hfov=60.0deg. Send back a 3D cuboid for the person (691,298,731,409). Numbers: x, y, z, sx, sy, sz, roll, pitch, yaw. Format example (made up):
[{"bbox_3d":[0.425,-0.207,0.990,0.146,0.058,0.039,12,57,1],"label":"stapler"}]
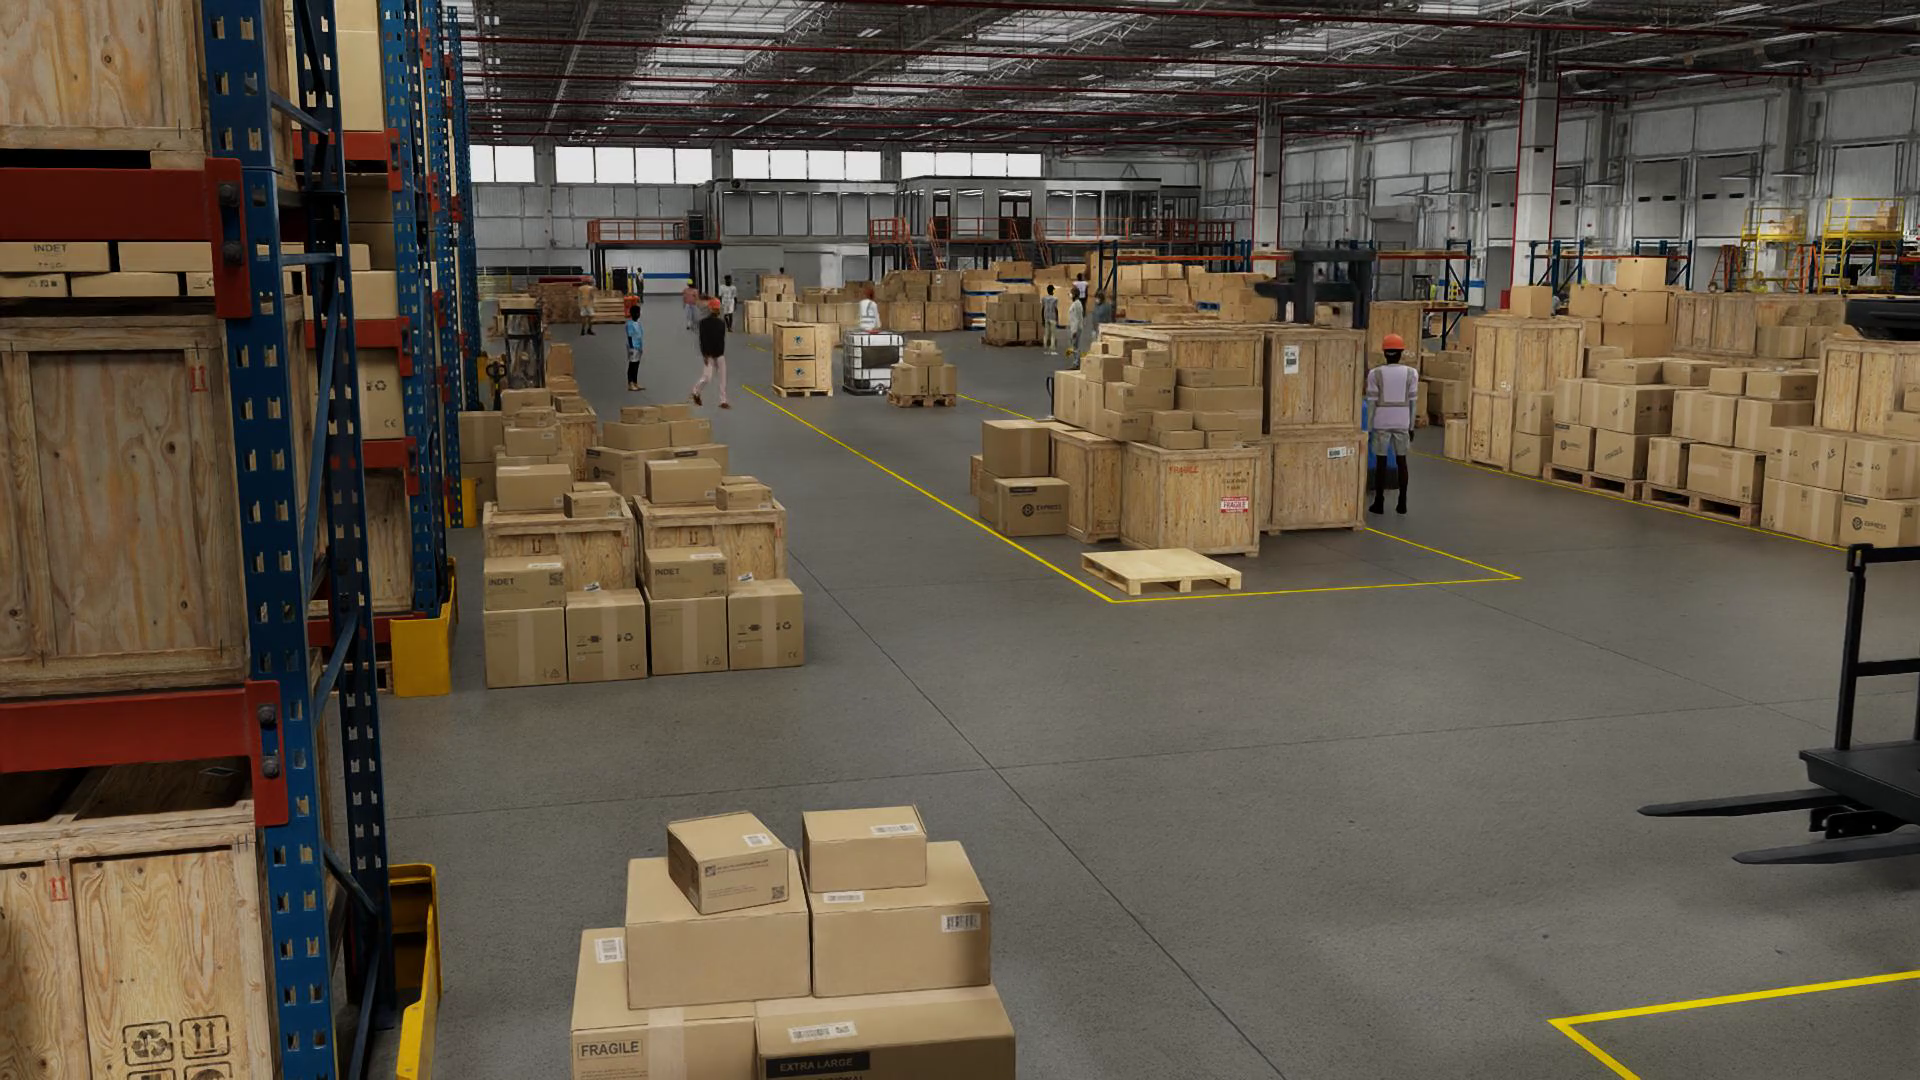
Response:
[{"bbox_3d":[-4.428,-3.306,29.494,0.798,1.969,0.615,10,14,43],"label":"person"}]

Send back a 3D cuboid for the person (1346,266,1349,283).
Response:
[{"bbox_3d":[17.933,-11.674,76.920,1.018,1.938,0.629,-1,10,-7],"label":"person"}]

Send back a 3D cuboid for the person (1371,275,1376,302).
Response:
[{"bbox_3d":[18.277,-11.189,74.315,0.906,1.905,0.623,-6,12,-32],"label":"person"}]

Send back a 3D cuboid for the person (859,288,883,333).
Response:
[{"bbox_3d":[-2.129,-5.161,40.269,0.650,1.860,0.580,-7,12,-35],"label":"person"}]

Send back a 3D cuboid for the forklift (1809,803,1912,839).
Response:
[{"bbox_3d":[5.171,0.110,7.552,1.873,2.768,1.129,-3,10,-15],"label":"forklift"}]

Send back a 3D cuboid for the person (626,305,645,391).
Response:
[{"bbox_3d":[-6.481,-3.827,33.185,0.320,1.698,0.537,2,10,13],"label":"person"}]

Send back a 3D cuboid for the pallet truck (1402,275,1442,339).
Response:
[{"bbox_3d":[14.620,-7.324,52.145,0.823,1.965,1.885,8,13,40],"label":"pallet truck"}]

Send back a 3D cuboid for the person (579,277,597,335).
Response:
[{"bbox_3d":[-12.072,-7.572,53.878,0.620,1.891,0.470,4,11,23],"label":"person"}]

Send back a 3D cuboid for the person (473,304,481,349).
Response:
[{"bbox_3d":[-13.515,-6.027,45.919,0.525,1.586,0.829,4,11,20],"label":"person"}]

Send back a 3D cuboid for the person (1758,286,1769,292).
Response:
[{"bbox_3d":[20.956,-5.820,44.079,0.615,1.855,1.058,-8,13,-38],"label":"person"}]

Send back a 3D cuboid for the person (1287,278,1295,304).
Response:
[{"bbox_3d":[10.905,-7.750,55.063,0.498,1.825,0.860,5,11,26],"label":"person"}]

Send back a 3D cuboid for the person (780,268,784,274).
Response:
[{"bbox_3d":[-8.225,-11.659,76.971,0.585,1.888,0.659,0,10,-2],"label":"person"}]

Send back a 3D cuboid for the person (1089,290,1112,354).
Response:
[{"bbox_3d":[3.203,-4.627,37.179,0.888,1.904,0.619,-8,13,-37],"label":"person"}]

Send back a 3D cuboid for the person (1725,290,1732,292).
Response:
[{"bbox_3d":[20.891,-5.972,45.350,0.532,1.693,0.319,4,11,20],"label":"person"}]

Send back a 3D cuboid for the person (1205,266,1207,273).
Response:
[{"bbox_3d":[11.829,-12.290,80.465,0.374,1.928,0.542,-1,10,-3],"label":"person"}]

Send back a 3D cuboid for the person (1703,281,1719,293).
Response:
[{"bbox_3d":[20.473,-6.098,45.371,0.635,1.936,0.355,6,12,30],"label":"person"}]

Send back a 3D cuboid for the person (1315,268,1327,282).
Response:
[{"bbox_3d":[17.204,-12.062,79.458,0.624,1.835,0.431,10,14,44],"label":"person"}]

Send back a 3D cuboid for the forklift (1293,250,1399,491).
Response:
[{"bbox_3d":[4.405,-2.044,19.746,1.129,2.768,1.873,-3,10,-16],"label":"forklift"}]

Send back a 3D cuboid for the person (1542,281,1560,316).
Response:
[{"bbox_3d":[14.207,-5.276,40.424,0.673,2.000,0.535,3,10,17],"label":"person"}]

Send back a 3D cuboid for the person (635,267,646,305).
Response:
[{"bbox_3d":[-15.737,-12.496,81.861,0.514,1.846,0.338,7,12,35],"label":"person"}]

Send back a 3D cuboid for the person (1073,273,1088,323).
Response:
[{"bbox_3d":[4.510,-9.042,62.189,0.594,1.891,0.843,-1,10,-6],"label":"person"}]

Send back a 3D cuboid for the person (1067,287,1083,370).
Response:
[{"bbox_3d":[2.603,-4.749,37.783,0.411,1.942,0.643,0,10,1],"label":"person"}]

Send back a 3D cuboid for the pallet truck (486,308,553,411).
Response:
[{"bbox_3d":[-6.242,-2.418,24.362,0.823,1.965,1.885,1,10,3],"label":"pallet truck"}]

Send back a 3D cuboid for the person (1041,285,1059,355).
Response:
[{"bbox_3d":[2.397,-5.825,44.064,0.514,1.860,0.326,6,12,32],"label":"person"}]

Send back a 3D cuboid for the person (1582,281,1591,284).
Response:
[{"bbox_3d":[17.774,-6.384,47.134,0.906,1.889,0.604,4,11,20],"label":"person"}]

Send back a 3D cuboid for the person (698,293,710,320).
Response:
[{"bbox_3d":[-6.995,-5.974,45.581,0.401,1.604,0.550,-3,11,-19],"label":"person"}]

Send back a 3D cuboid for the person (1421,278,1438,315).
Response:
[{"bbox_3d":[15.588,-7.818,55.401,0.621,1.838,0.429,-4,11,-23],"label":"person"}]

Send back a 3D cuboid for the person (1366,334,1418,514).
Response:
[{"bbox_3d":[4.625,-1.241,17.884,0.544,1.933,0.376,0,10,2],"label":"person"}]

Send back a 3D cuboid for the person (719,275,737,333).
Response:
[{"bbox_3d":[-7.746,-7.903,55.585,0.614,1.946,0.815,0,10,-2],"label":"person"}]

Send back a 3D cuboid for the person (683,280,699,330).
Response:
[{"bbox_3d":[-9.232,-8.054,57.032,0.547,1.717,0.877,-1,10,-7],"label":"person"}]
